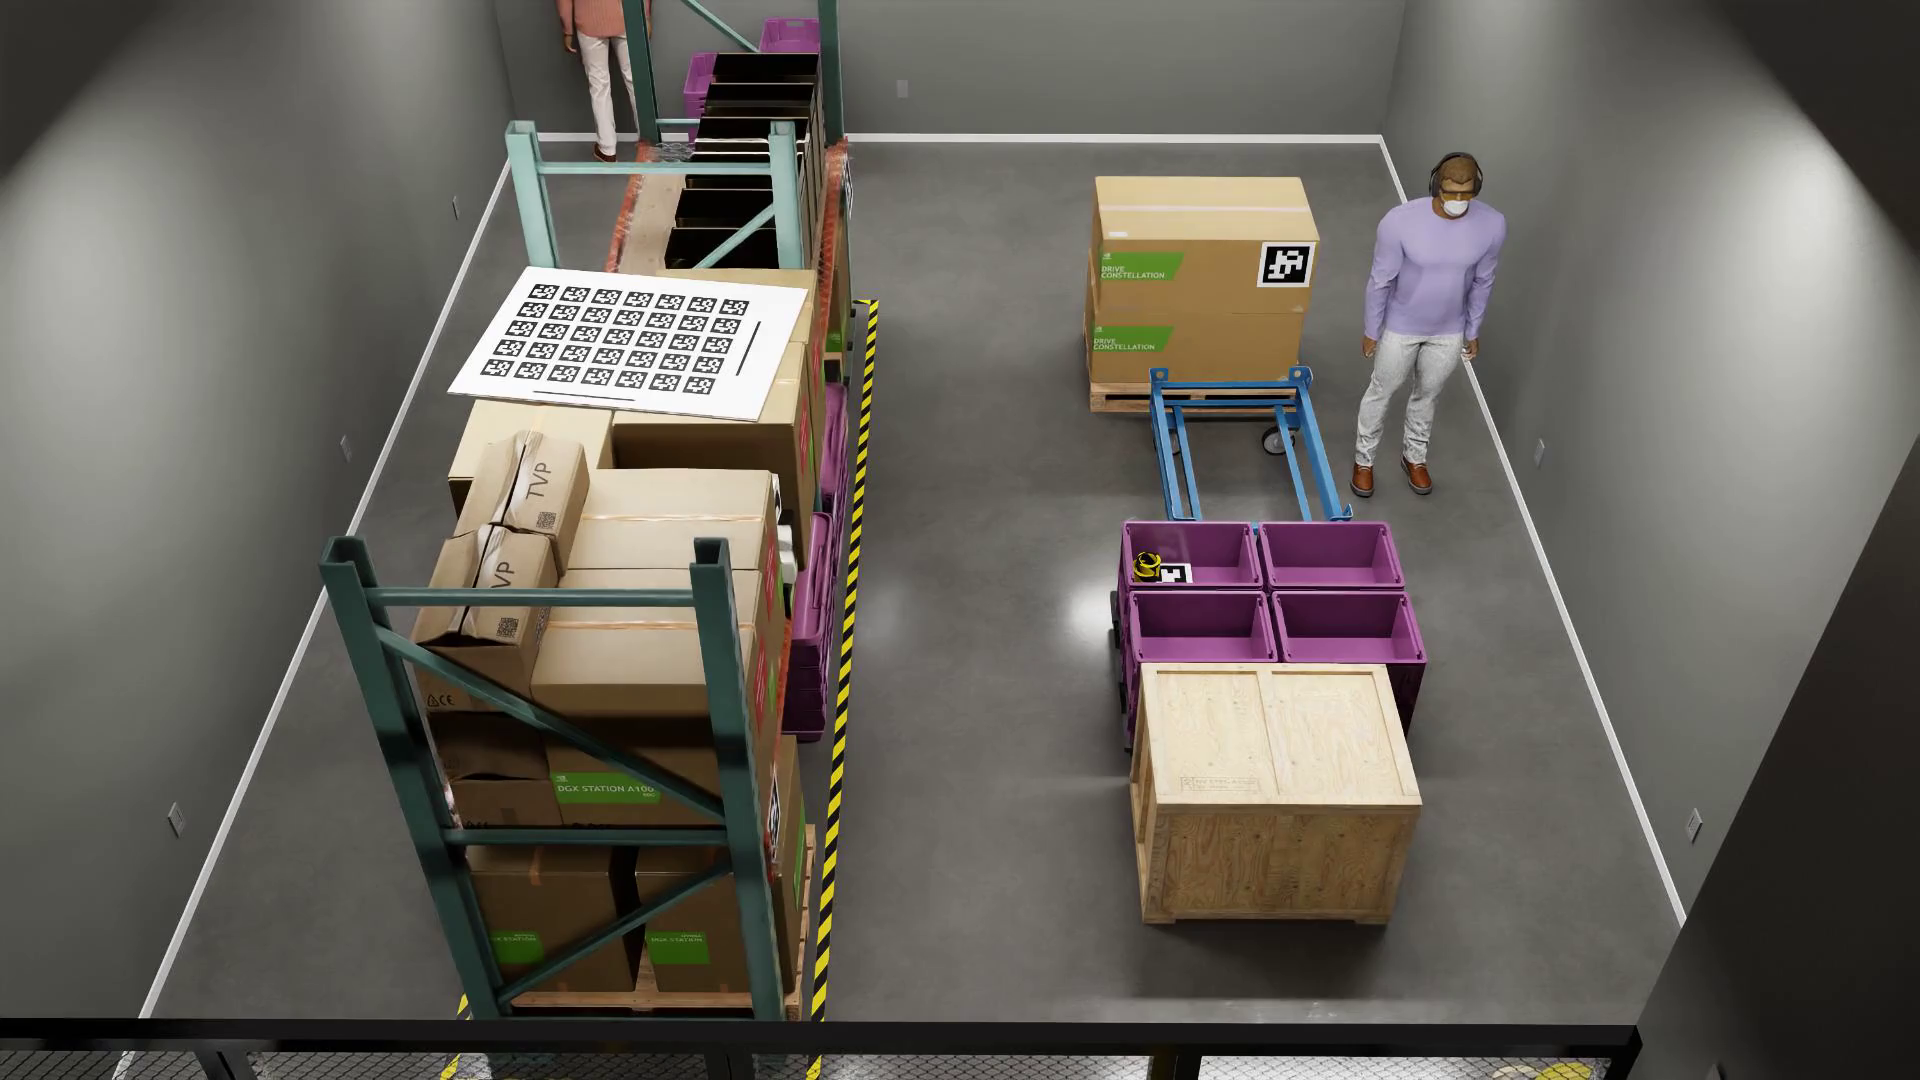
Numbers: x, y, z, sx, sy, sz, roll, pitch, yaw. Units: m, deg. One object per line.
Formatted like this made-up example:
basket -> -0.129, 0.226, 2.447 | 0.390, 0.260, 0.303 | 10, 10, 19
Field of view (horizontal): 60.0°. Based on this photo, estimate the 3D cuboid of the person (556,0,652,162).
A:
person -> -2.340, -3.433, 10.986 | 0.626, 1.992, 0.387 | -16, 44, -18

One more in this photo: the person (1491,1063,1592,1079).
person -> 1.600, 2.071, 4.831 | 0.404, 1.833, 0.590 | 5, 41, 5

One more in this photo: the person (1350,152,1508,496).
person -> 2.319, -1.063, 8.326 | 0.630, 1.940, 0.372 | -2, 41, -2
